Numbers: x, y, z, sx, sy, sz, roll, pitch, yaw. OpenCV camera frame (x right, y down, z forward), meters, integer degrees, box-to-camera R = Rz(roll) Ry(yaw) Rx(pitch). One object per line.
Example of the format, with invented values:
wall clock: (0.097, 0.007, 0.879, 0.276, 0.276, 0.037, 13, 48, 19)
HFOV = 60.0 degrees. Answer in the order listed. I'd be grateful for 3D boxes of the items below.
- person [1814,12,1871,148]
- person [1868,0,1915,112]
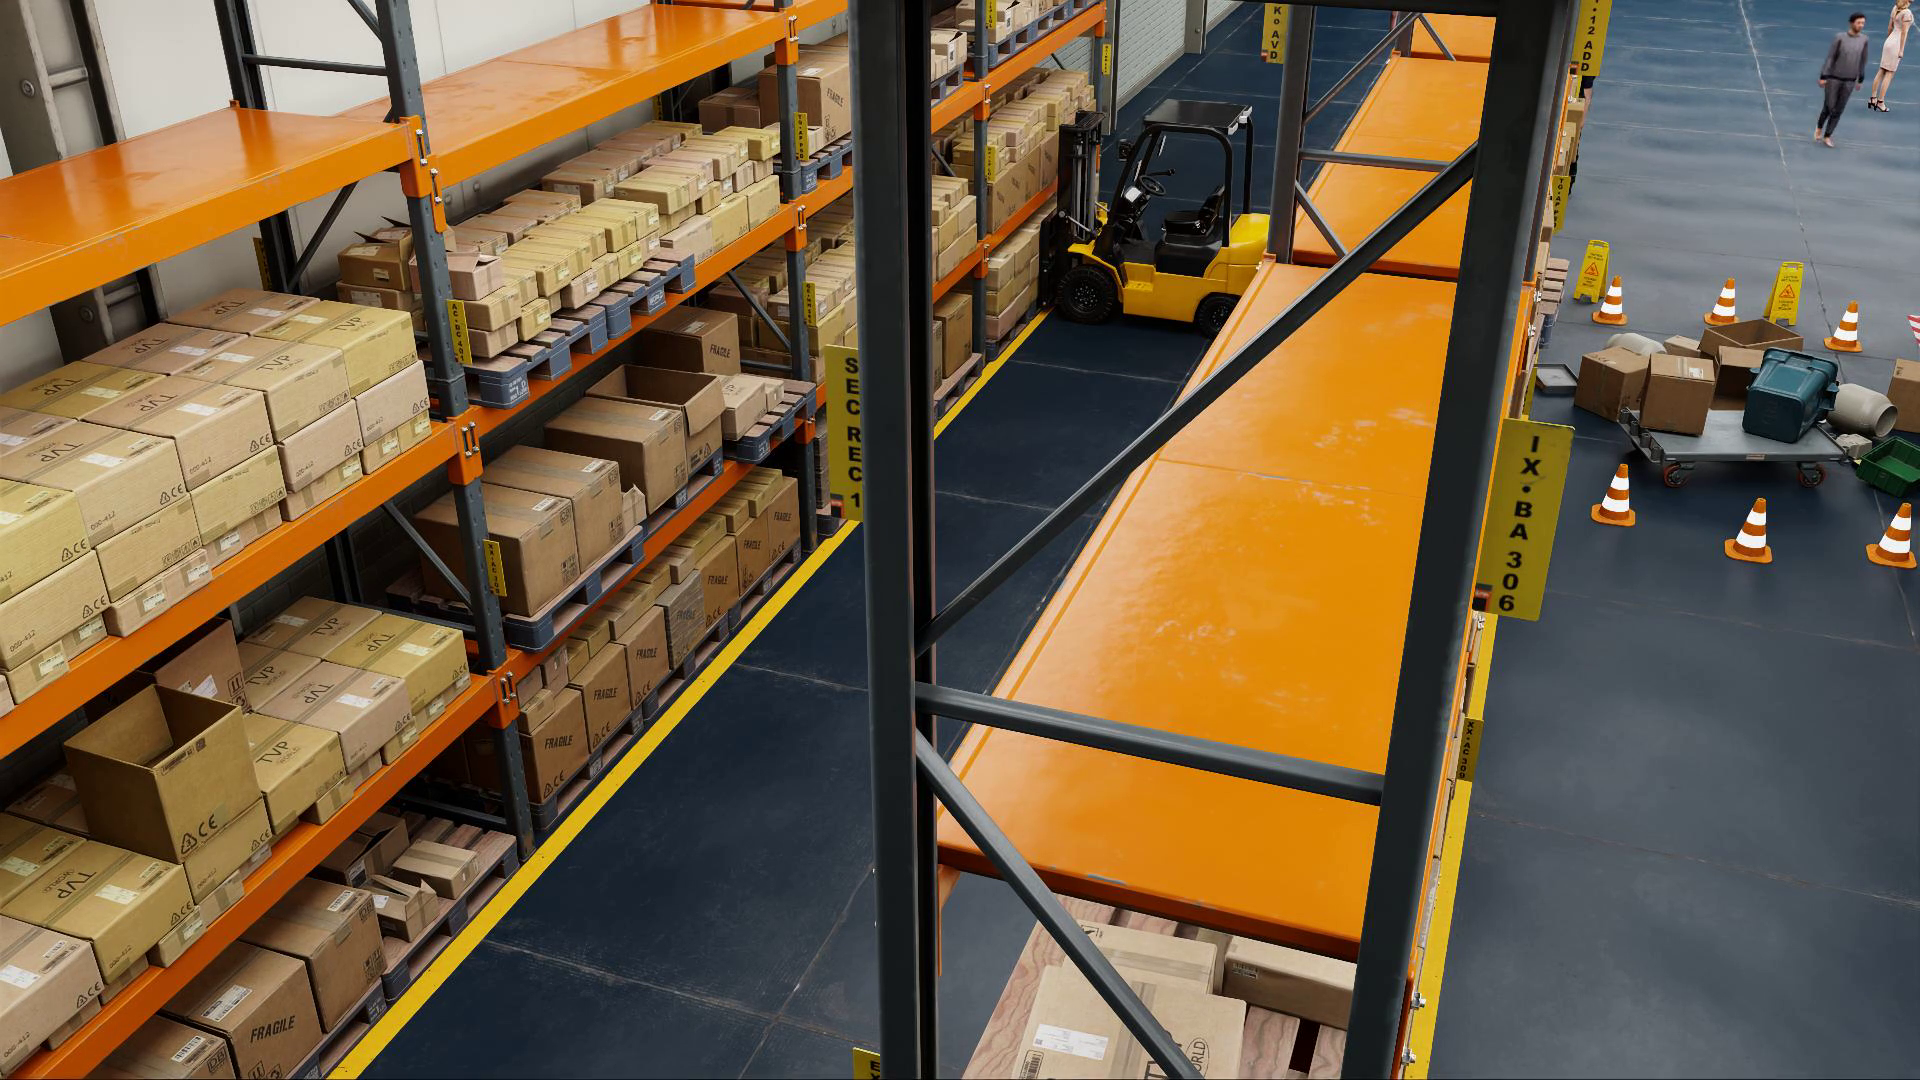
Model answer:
person: (12.385, -6.513, 23.443, 0.792, 1.836, 0.763, 3, 28, 5)
person: (14.145, -7.455, 25.219, 0.702, 1.829, 0.560, -1, 28, -2)
